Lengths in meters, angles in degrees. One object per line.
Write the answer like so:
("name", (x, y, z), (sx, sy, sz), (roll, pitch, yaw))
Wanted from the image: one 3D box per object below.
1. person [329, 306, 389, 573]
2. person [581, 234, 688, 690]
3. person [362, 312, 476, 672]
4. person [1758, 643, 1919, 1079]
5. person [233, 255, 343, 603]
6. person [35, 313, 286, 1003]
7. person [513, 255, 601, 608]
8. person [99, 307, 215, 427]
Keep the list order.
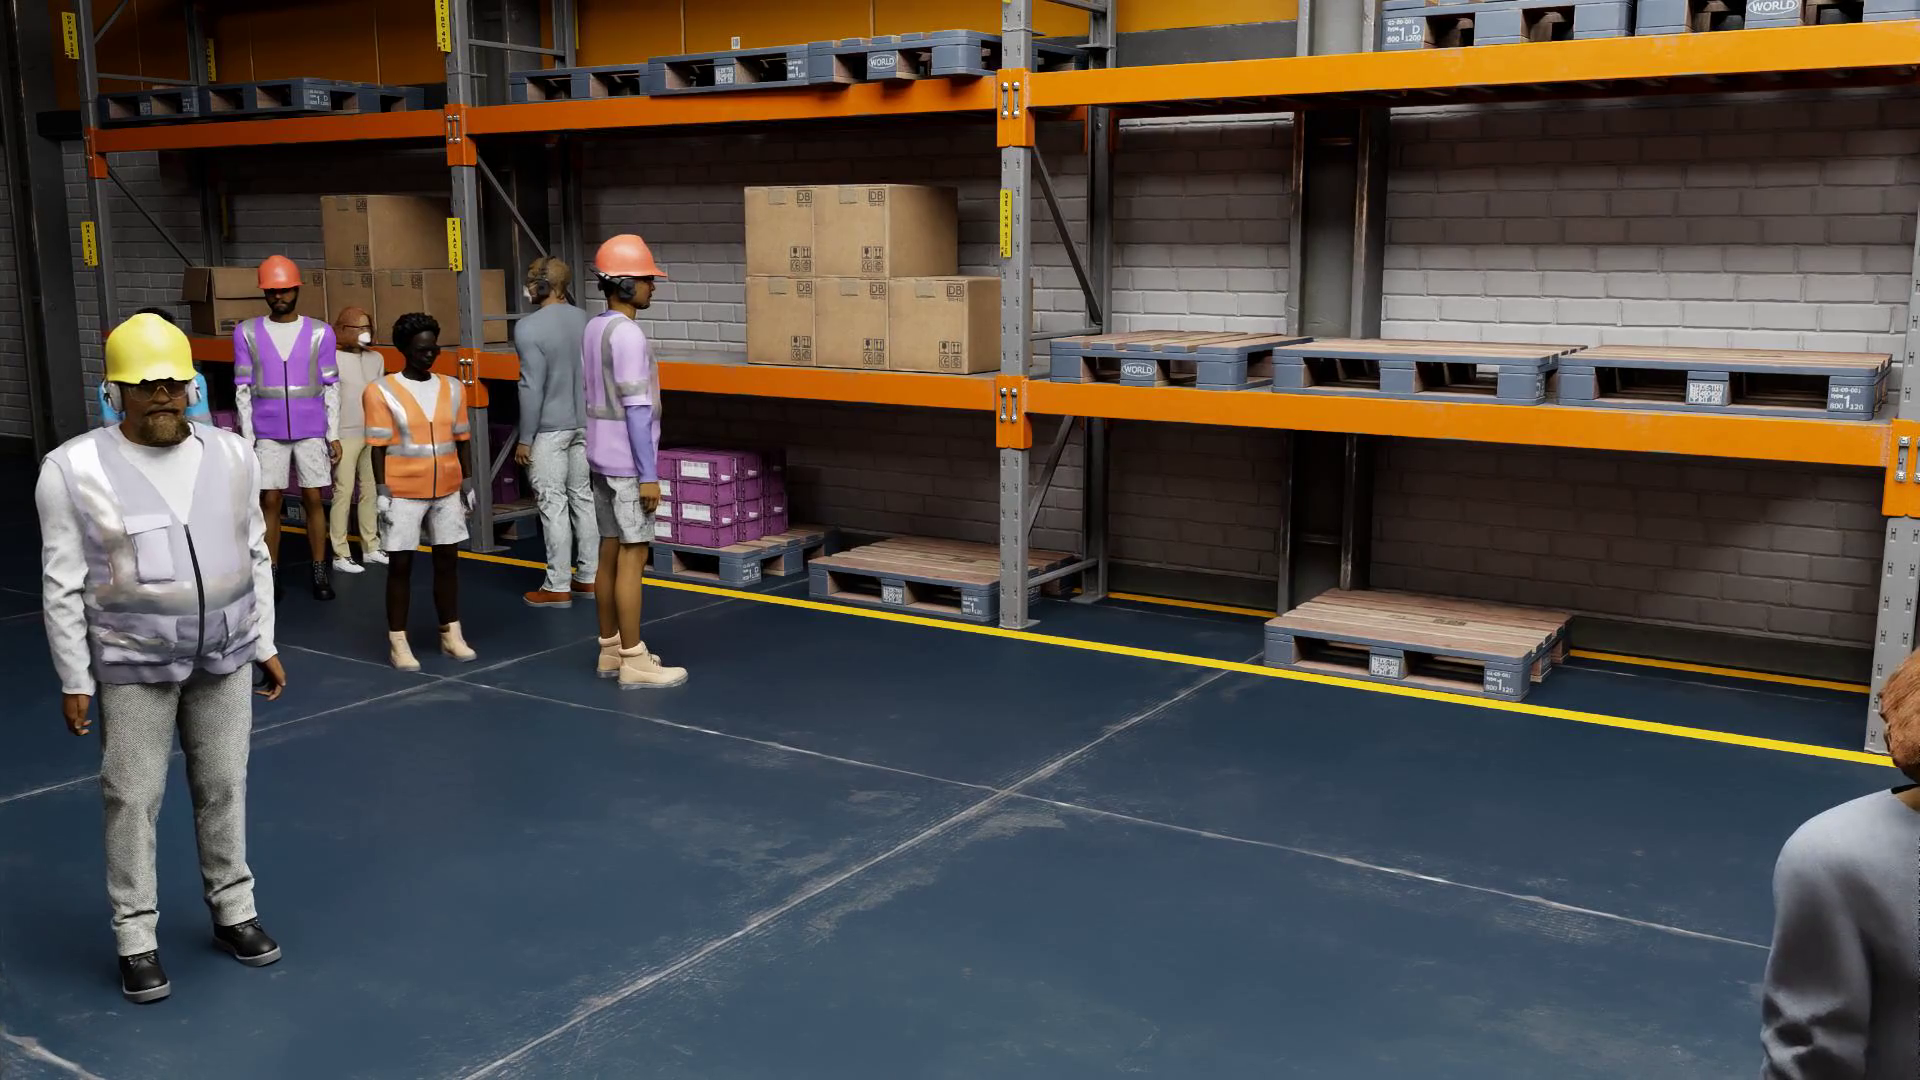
("person", (-3.697, -0.616, 10.208), (0.284, 1.625, 0.492), (5, 11, 24))
("person", (-1.496, -0.349, 7.555), (0.379, 2.045, 0.605), (-6, 12, -29))
("person", (-2.545, -0.227, 7.880), (0.535, 1.690, 0.319), (-10, 14, -44))
("person", (1.195, 0.853, 2.034), (0.499, 1.633, 0.282), (-2, 10, -12))
("person", (-3.739, -0.610, 9.292), (0.545, 1.939, 0.373), (-4, 11, -20))
("person", (-2.125, 0.308, 4.498), (0.404, 1.830, 0.601), (9, 14, 42))
("person", (-2.229, -0.595, 9.206), (0.358, 1.938, 0.636), (5, 11, 25))
("person", (-3.959, -0.305, 8.272), (0.540, 1.695, 0.318), (-1, 10, -3))
